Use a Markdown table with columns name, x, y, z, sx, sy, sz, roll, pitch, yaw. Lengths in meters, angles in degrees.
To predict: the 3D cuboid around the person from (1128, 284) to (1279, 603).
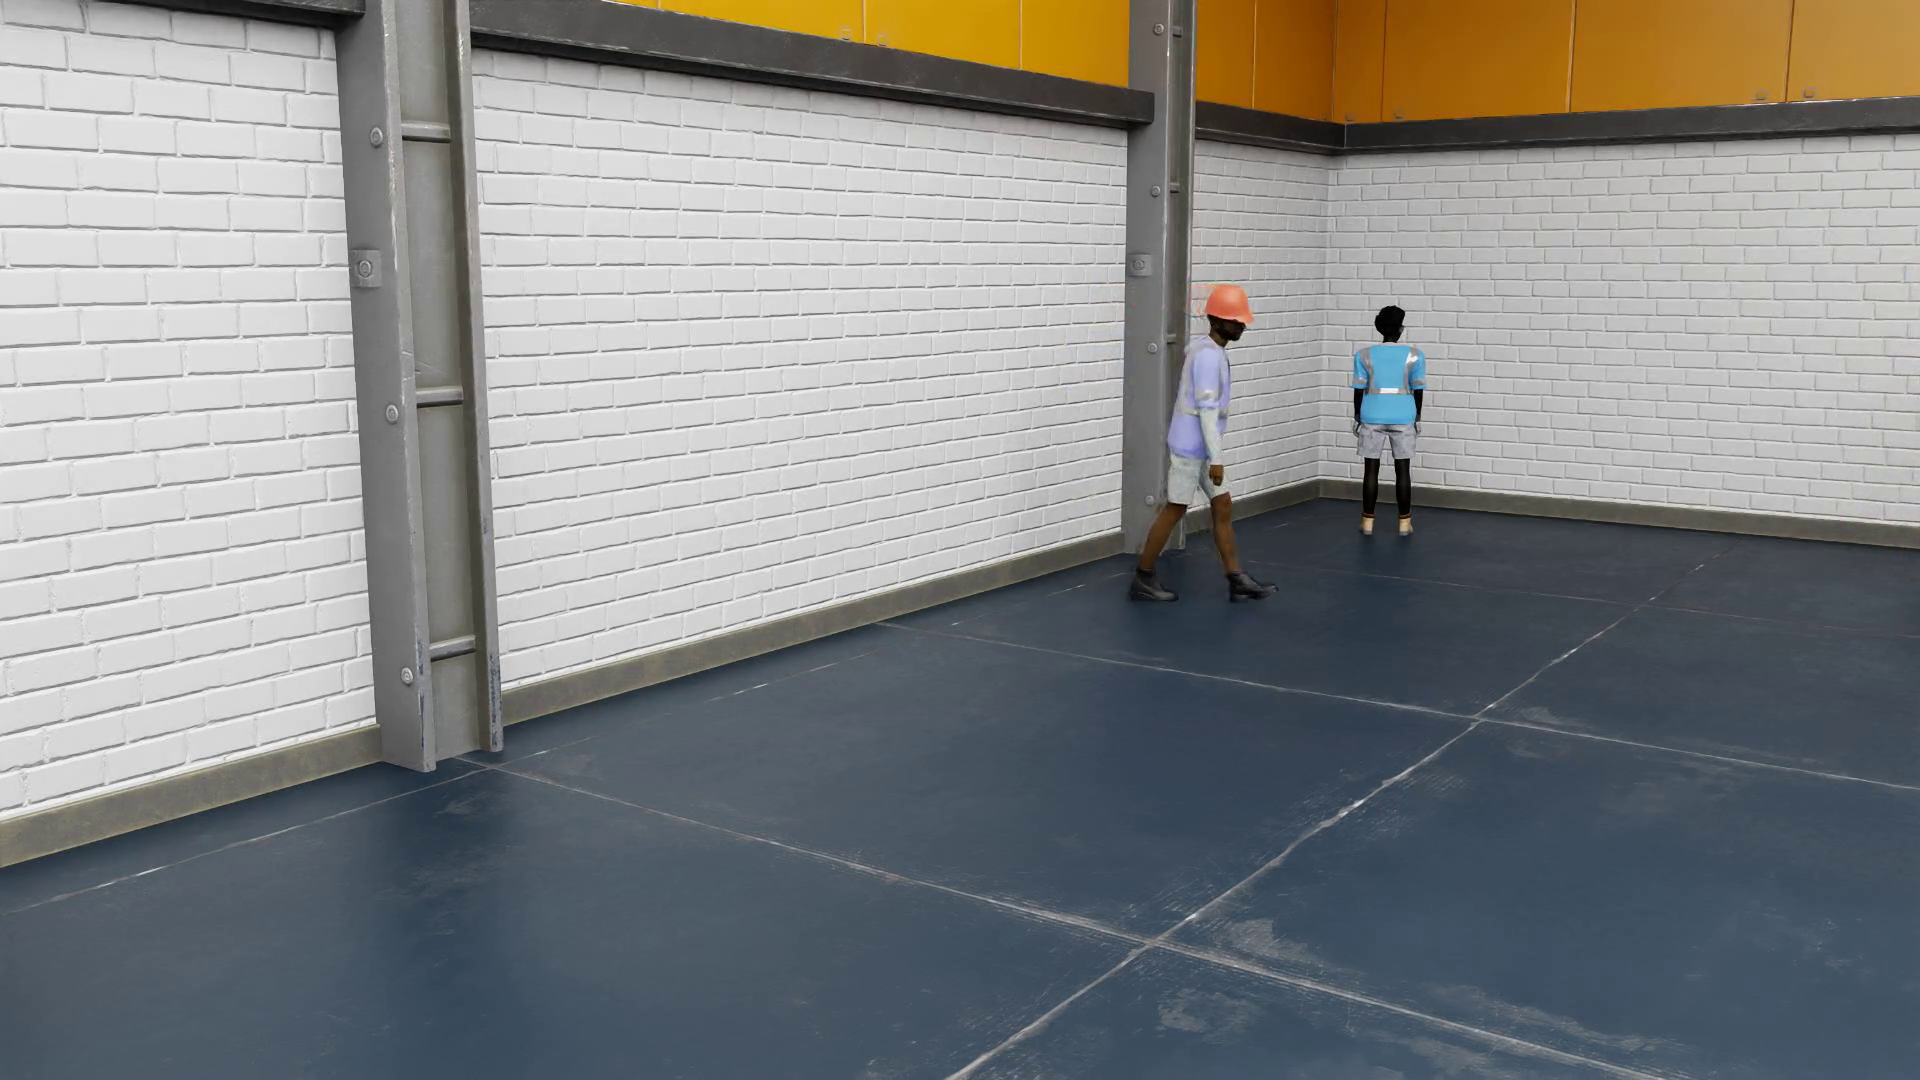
| name | x | y | z | sx | sy | sz | roll | pitch | yaw |
| --- | --- | --- | --- | --- | --- | --- | --- | --- | --- |
| person | 1.448 | -0.539 | 9.709 | 0.982 | 1.878 | 0.562 | 3 | 10 | 17 |

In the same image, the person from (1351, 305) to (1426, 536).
| name | x | y | z | sx | sy | sz | roll | pitch | yaw |
| --- | --- | --- | --- | --- | --- | --- | --- | --- | --- |
| person | 3.152 | -0.877 | 12.271 | 0.536 | 1.699 | 0.322 | 2 | 10 | 14 |
